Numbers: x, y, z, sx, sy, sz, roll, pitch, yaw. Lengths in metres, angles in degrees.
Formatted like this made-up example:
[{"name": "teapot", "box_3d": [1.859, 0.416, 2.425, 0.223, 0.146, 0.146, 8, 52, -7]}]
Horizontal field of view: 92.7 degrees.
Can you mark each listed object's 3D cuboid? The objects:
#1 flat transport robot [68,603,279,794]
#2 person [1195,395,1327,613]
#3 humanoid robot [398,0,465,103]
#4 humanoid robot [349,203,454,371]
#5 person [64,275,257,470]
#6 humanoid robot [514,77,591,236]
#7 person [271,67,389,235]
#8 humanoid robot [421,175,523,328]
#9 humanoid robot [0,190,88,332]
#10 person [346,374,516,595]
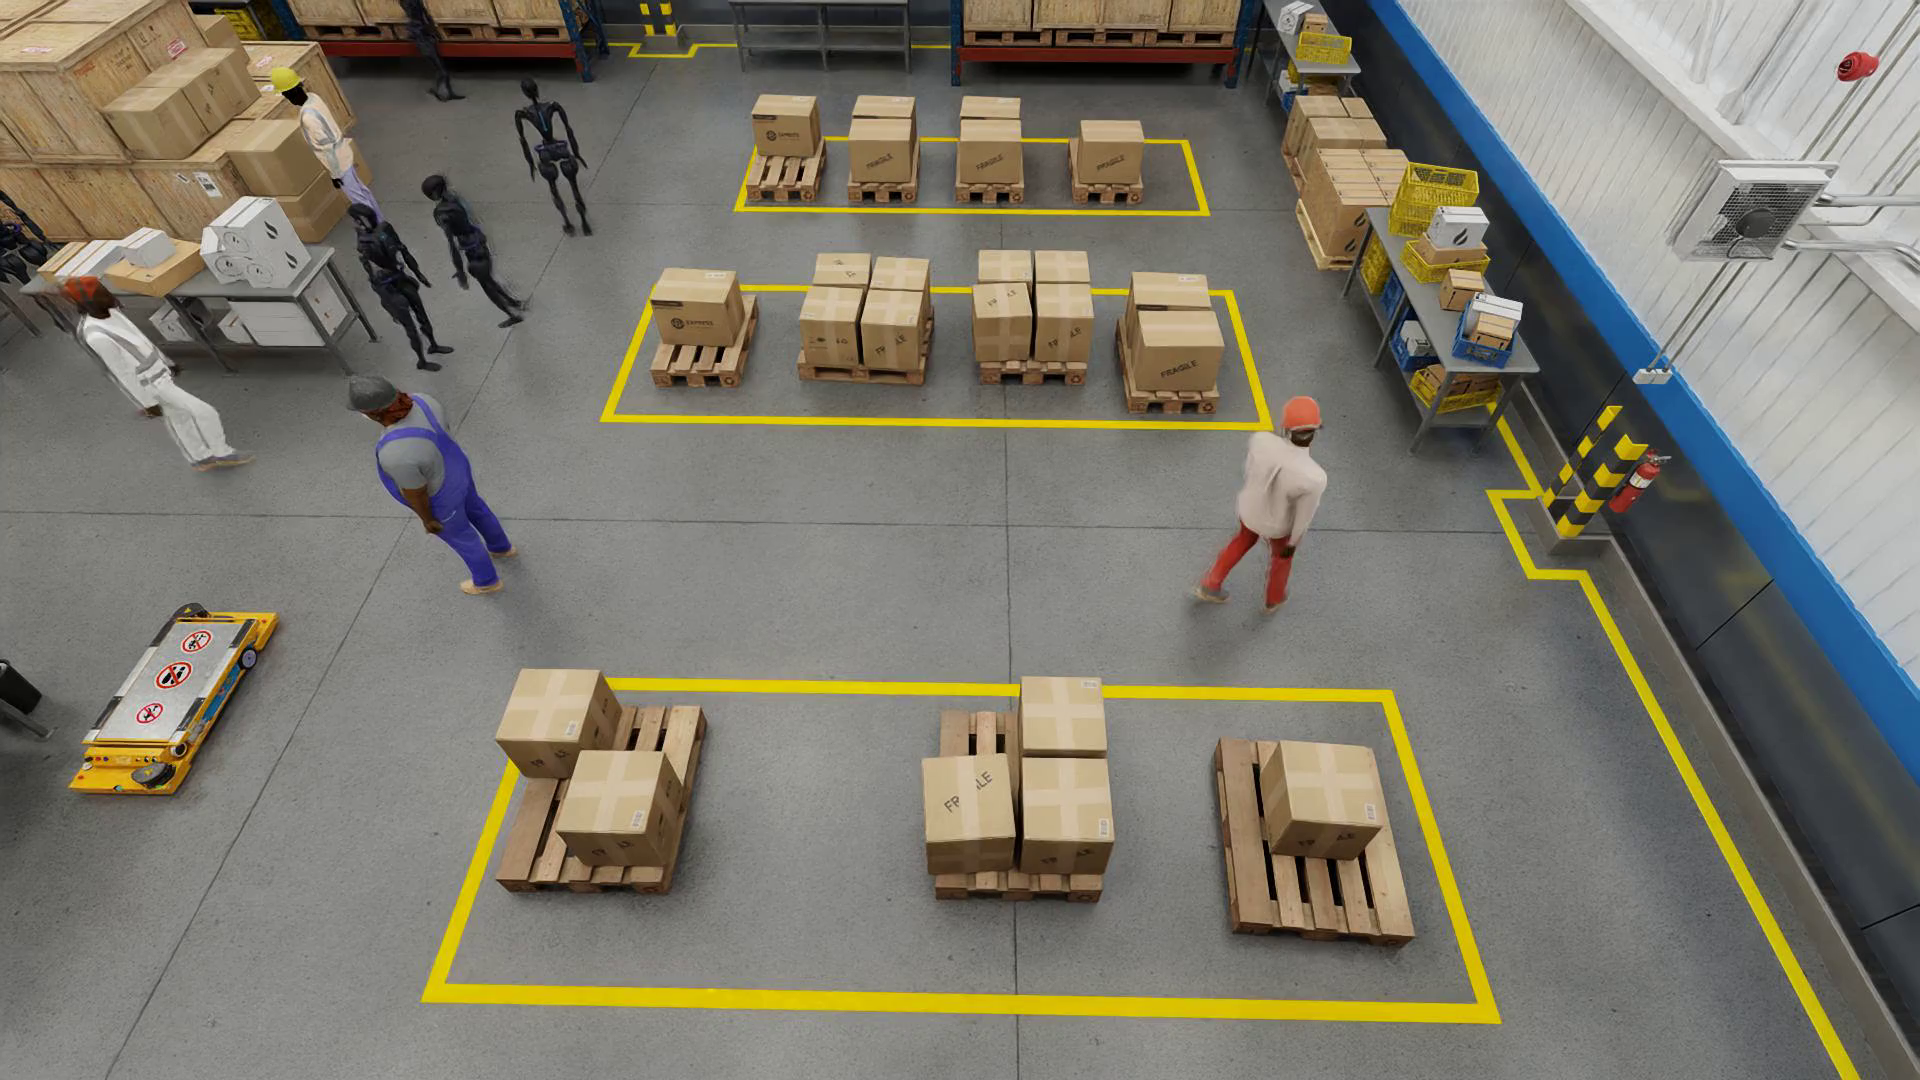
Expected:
[{"name": "flat transport robot", "box_3d": [-5.504, 1.072, 6.442, 0.652, 0.197, 1.431, 1, 50, 1]}, {"name": "person", "box_3d": [2.147, -0.163, 6.408, 0.657, 1.943, 0.627, -34, 58, -25]}, {"name": "humanoid robot", "box_3d": [-7.000, -6.595, 12.021, 0.379, 1.655, 0.611, -7, 50, -6]}, {"name": "humanoid robot", "box_3d": [-5.136, -2.319, 8.405, 0.326, 1.650, 0.597, 5, 50, 4]}, {"name": "person", "box_3d": [-6.443, -1.315, 7.435, 0.617, 1.859, 0.620, -23, 53, -18]}, {"name": "humanoid robot", "box_3d": [-4.388, -4.134, 9.955, 0.598, 1.625, 0.489, -20, 53, -16]}, {"name": "person", "box_3d": [-6.595, -3.997, 9.666, 0.377, 1.922, 0.584, -16, 52, -13]}, {"name": "humanoid robot", "box_3d": [-4.693, -2.748, 8.781, 0.429, 1.634, 0.642, -12, 51, -10]}, {"name": "humanoid robot", "box_3d": [-9.064, -2.791, 8.804, 0.328, 1.652, 0.564, 21, 53, 17]}, {"name": "person", "box_3d": [-3.769, -0.390, 6.537, 0.535, 2.000, 0.681, -2, 50, -2]}]
